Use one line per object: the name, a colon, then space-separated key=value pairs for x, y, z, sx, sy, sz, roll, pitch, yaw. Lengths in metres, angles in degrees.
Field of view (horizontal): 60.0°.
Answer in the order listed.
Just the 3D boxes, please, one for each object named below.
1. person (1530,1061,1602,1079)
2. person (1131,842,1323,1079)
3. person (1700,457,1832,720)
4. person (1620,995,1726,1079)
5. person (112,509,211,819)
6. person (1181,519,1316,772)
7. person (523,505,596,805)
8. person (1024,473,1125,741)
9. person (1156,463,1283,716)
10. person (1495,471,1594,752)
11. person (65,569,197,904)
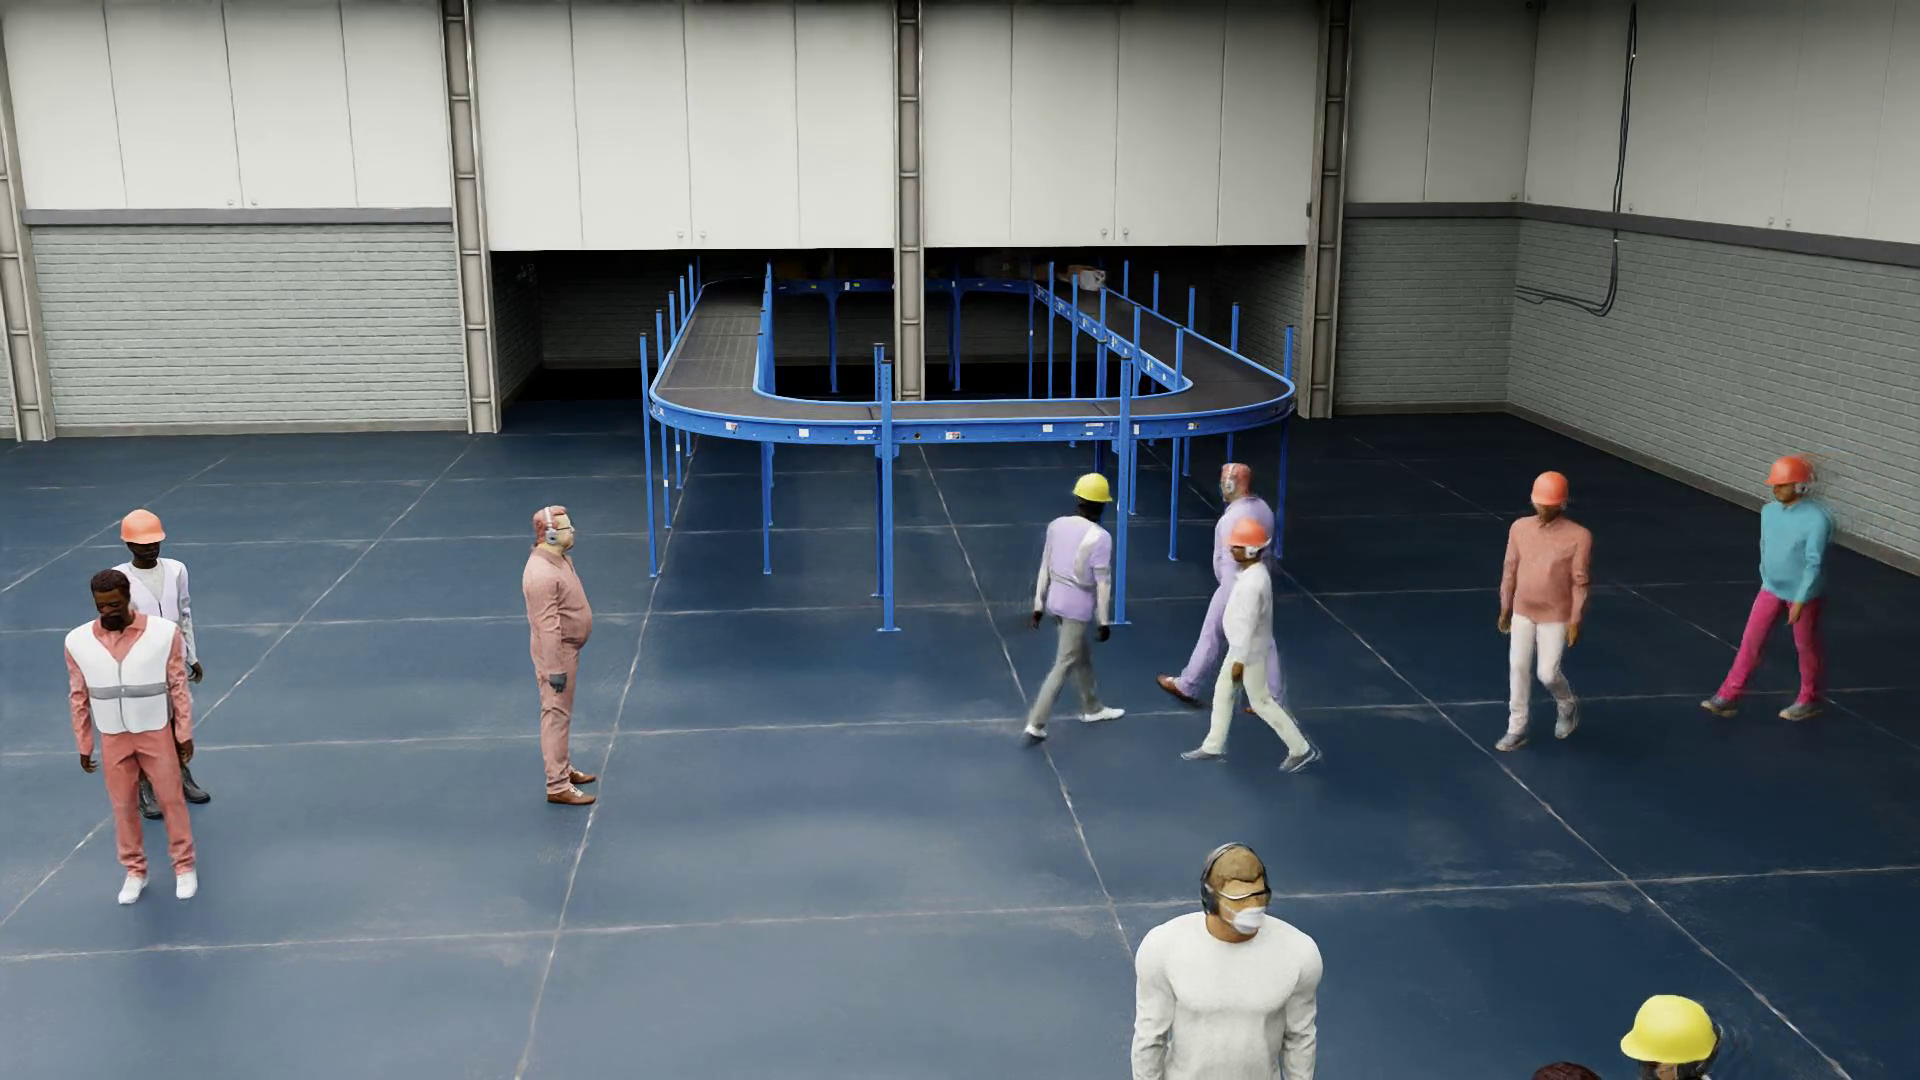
person: x=1.511 y=2.243 z=4.454 sx=0.590 sy=1.912 sz=0.391 roll=-7 pitch=15 yaw=-25
person: x=0.891 y=1.931 z=5.637 sx=0.631 sy=1.940 sz=0.370 roll=0 pitch=14 yaw=-1
person: x=5.831 y=0.375 z=11.842 sx=0.986 sy=1.939 sz=0.625 roll=-6 pitch=15 yaw=-23
person: x=2.250 y=2.191 z=5.011 sx=0.682 sy=1.743 sz=0.532 roll=6 pitch=15 yaw=22
person: x=-4.992 y=0.754 z=10.344 sx=0.359 sy=1.939 sz=0.543 roll=10 pitch=17 yaw=35
person: x=1.957 y=0.702 z=11.006 sx=0.848 sy=1.723 sz=0.572 roll=2 pitch=14 yaw=7
person: x=-2.525 y=0.719 z=10.540 sx=0.409 sy=1.913 sz=0.645 roll=-2 pitch=14 yaw=-10
person: x=0.764 y=0.465 z=11.647 sx=0.928 sy=1.879 sz=0.594 roll=-9 pitch=17 yaw=-33
person: x=1.972 y=0.356 z=12.115 sx=1.017 sy=1.849 sz=0.647 roll=12 pitch=19 yaw=41
person: x=3.982 y=0.481 z=11.355 sx=0.553 sy=1.976 sz=0.630 roll=-11 pitch=18 yaw=-38
person: x=-4.551 y=1.063 z=9.179 sx=0.600 sy=1.907 sz=0.387 roll=-4 pitch=15 yaw=-15
